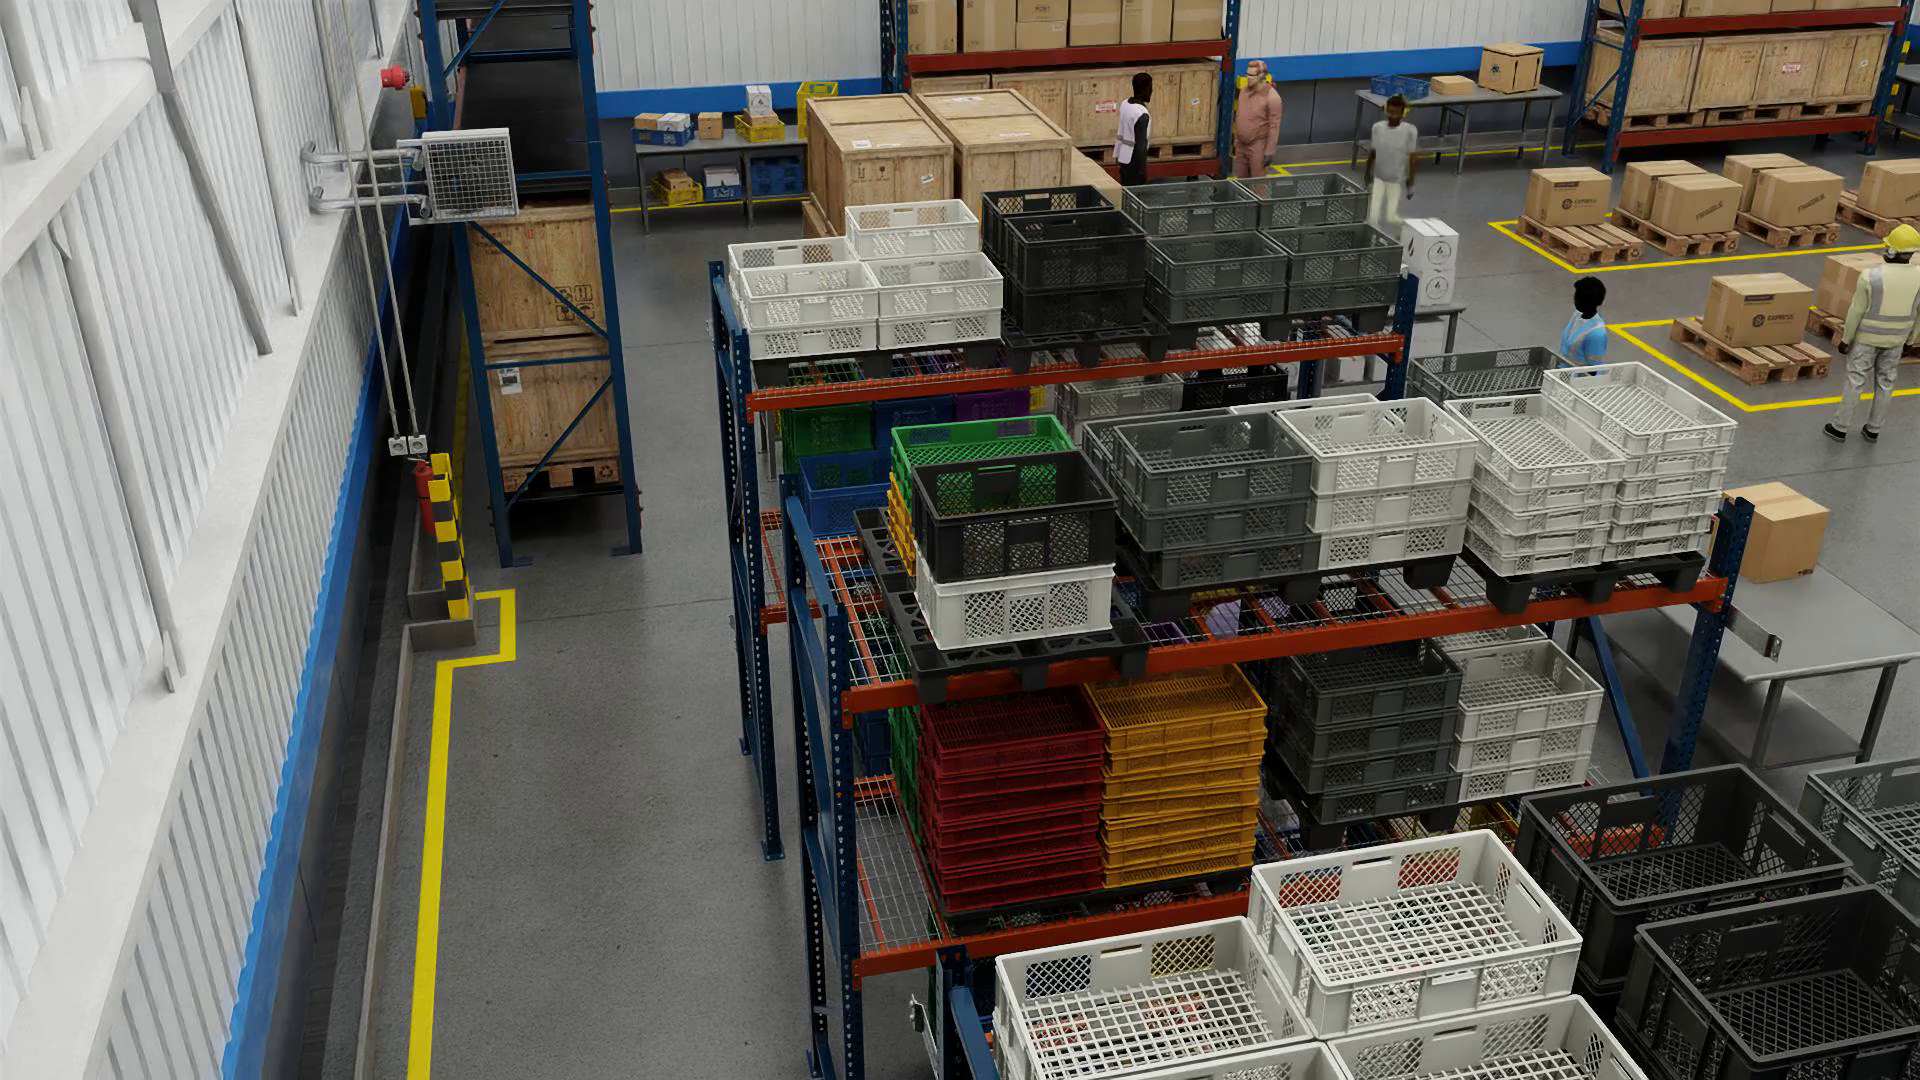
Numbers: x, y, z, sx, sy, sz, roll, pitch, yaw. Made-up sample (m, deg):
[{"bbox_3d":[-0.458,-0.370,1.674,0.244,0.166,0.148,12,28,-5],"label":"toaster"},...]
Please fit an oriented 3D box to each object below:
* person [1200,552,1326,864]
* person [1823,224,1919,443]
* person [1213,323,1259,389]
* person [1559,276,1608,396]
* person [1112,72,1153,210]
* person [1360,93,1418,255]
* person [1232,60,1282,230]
[{"bbox_3d":[1.541,0.886,8.569,0.634,1.933,0.371,-1,28,-2],"label":"person"},{"bbox_3d":[7.464,-1.663,13.509,0.592,1.833,0.404,3,28,5],"label":"person"},{"bbox_3d":[2.098,-1.277,12.719,0.353,1.886,0.573,19,33,31],"label":"person"},{"bbox_3d":[4.744,-1.214,12.805,0.320,1.692,0.531,0,28,1],"label":"person"},{"bbox_3d":[1.872,-4.110,18.074,0.390,1.911,0.592,-7,29,-14],"label":"person"},{"bbox_3d":[4.559,-3.830,17.614,0.571,1.843,0.642,17,32,28],"label":"person"},{"bbox_3d":[3.271,-4.414,18.653,0.401,1.904,0.649,-16,32,-28],"label":"person"}]
